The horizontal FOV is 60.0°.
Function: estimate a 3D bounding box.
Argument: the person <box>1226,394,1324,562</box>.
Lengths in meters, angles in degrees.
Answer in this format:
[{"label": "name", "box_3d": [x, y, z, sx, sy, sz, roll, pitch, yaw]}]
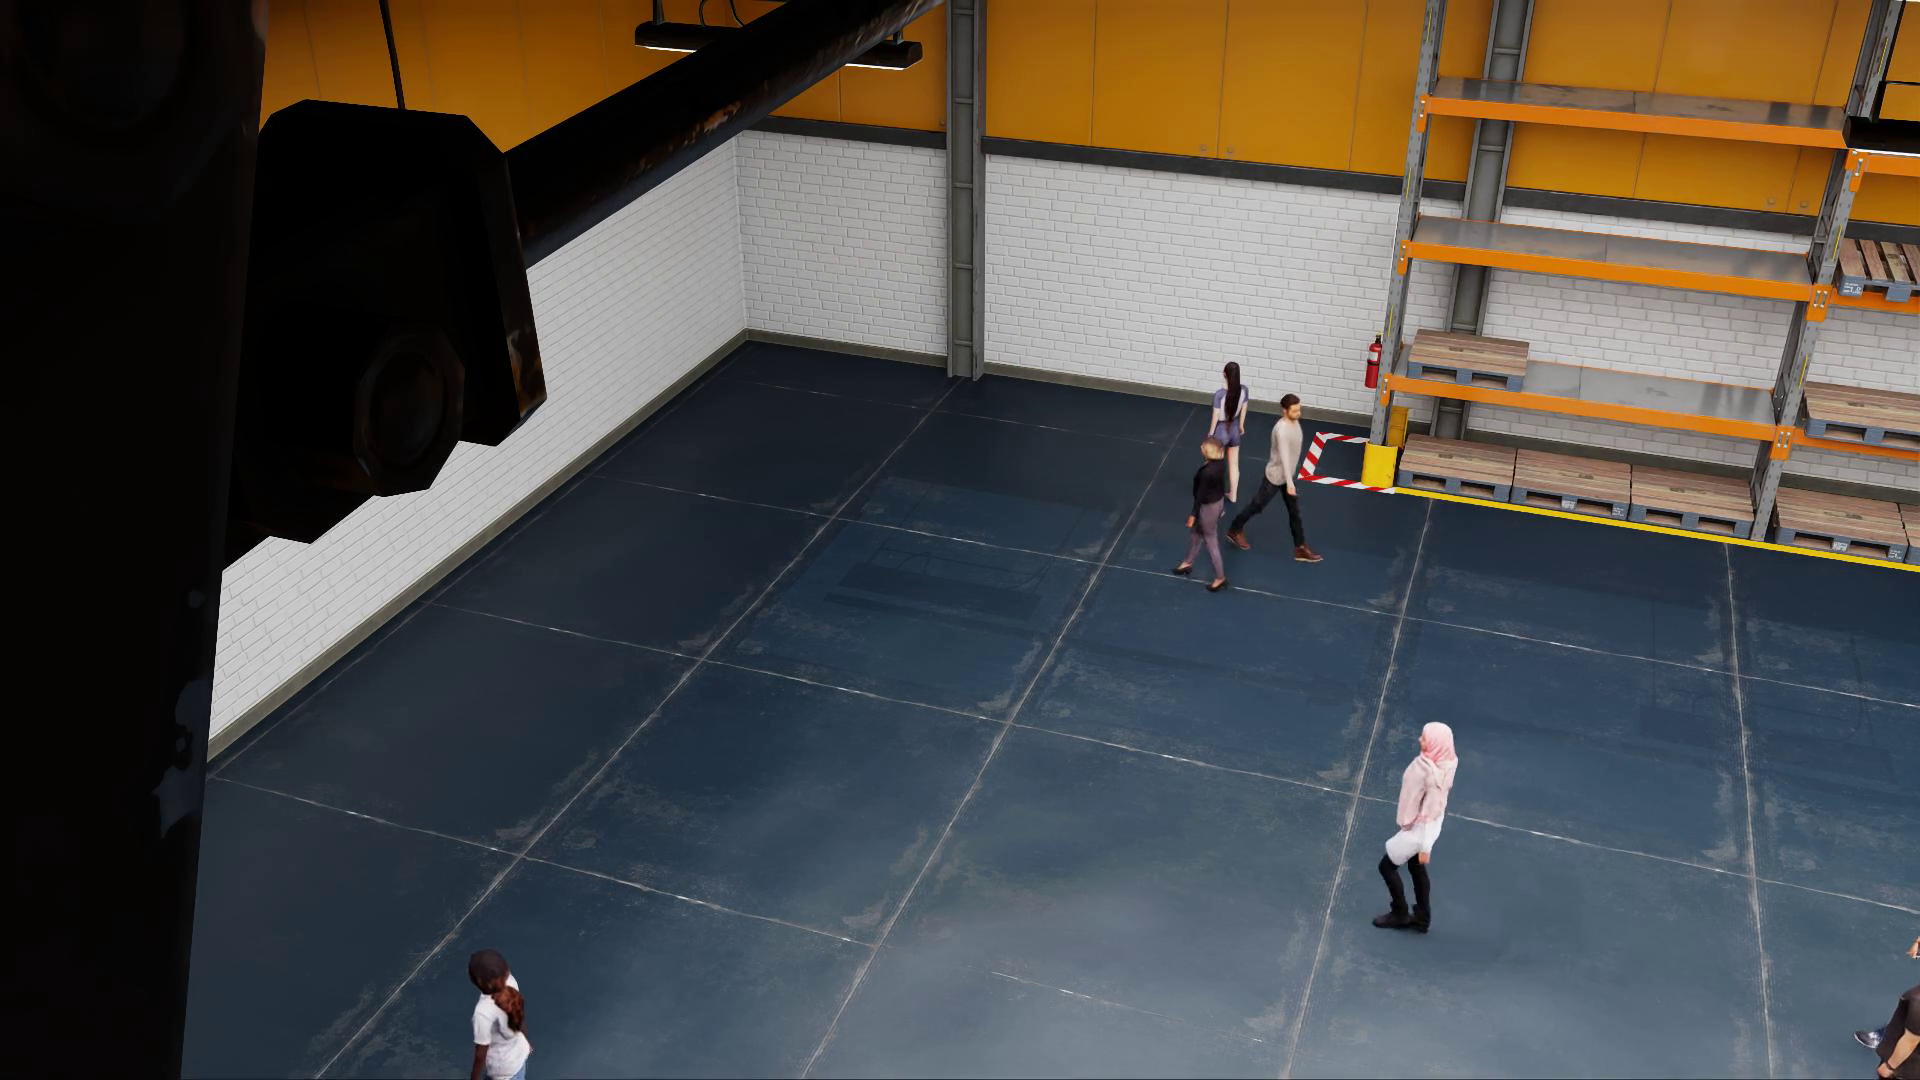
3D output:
[{"label": "person", "box_3d": [3.108, -0.630, 16.692, 1.314, 1.811, 0.828, 15, 32, 26]}]

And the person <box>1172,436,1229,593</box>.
[{"label": "person", "box_3d": [2.499, -0.214, 16.100, 0.883, 1.648, 0.693, 15, 32, 25]}]

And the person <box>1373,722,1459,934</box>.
[{"label": "person", "box_3d": [3.347, 2.075, 11.756, 0.641, 1.790, 0.643, 8, 30, 15]}]

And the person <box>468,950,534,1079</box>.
[{"label": "person", "box_3d": [-2.621, 3.147, 9.909, 1.172, 1.676, 0.801, 3, 29, 5]}]

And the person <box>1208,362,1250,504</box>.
[{"label": "person", "box_3d": [2.853, -1.134, 17.785, 0.667, 1.650, 0.723, -13, 31, -23]}]
